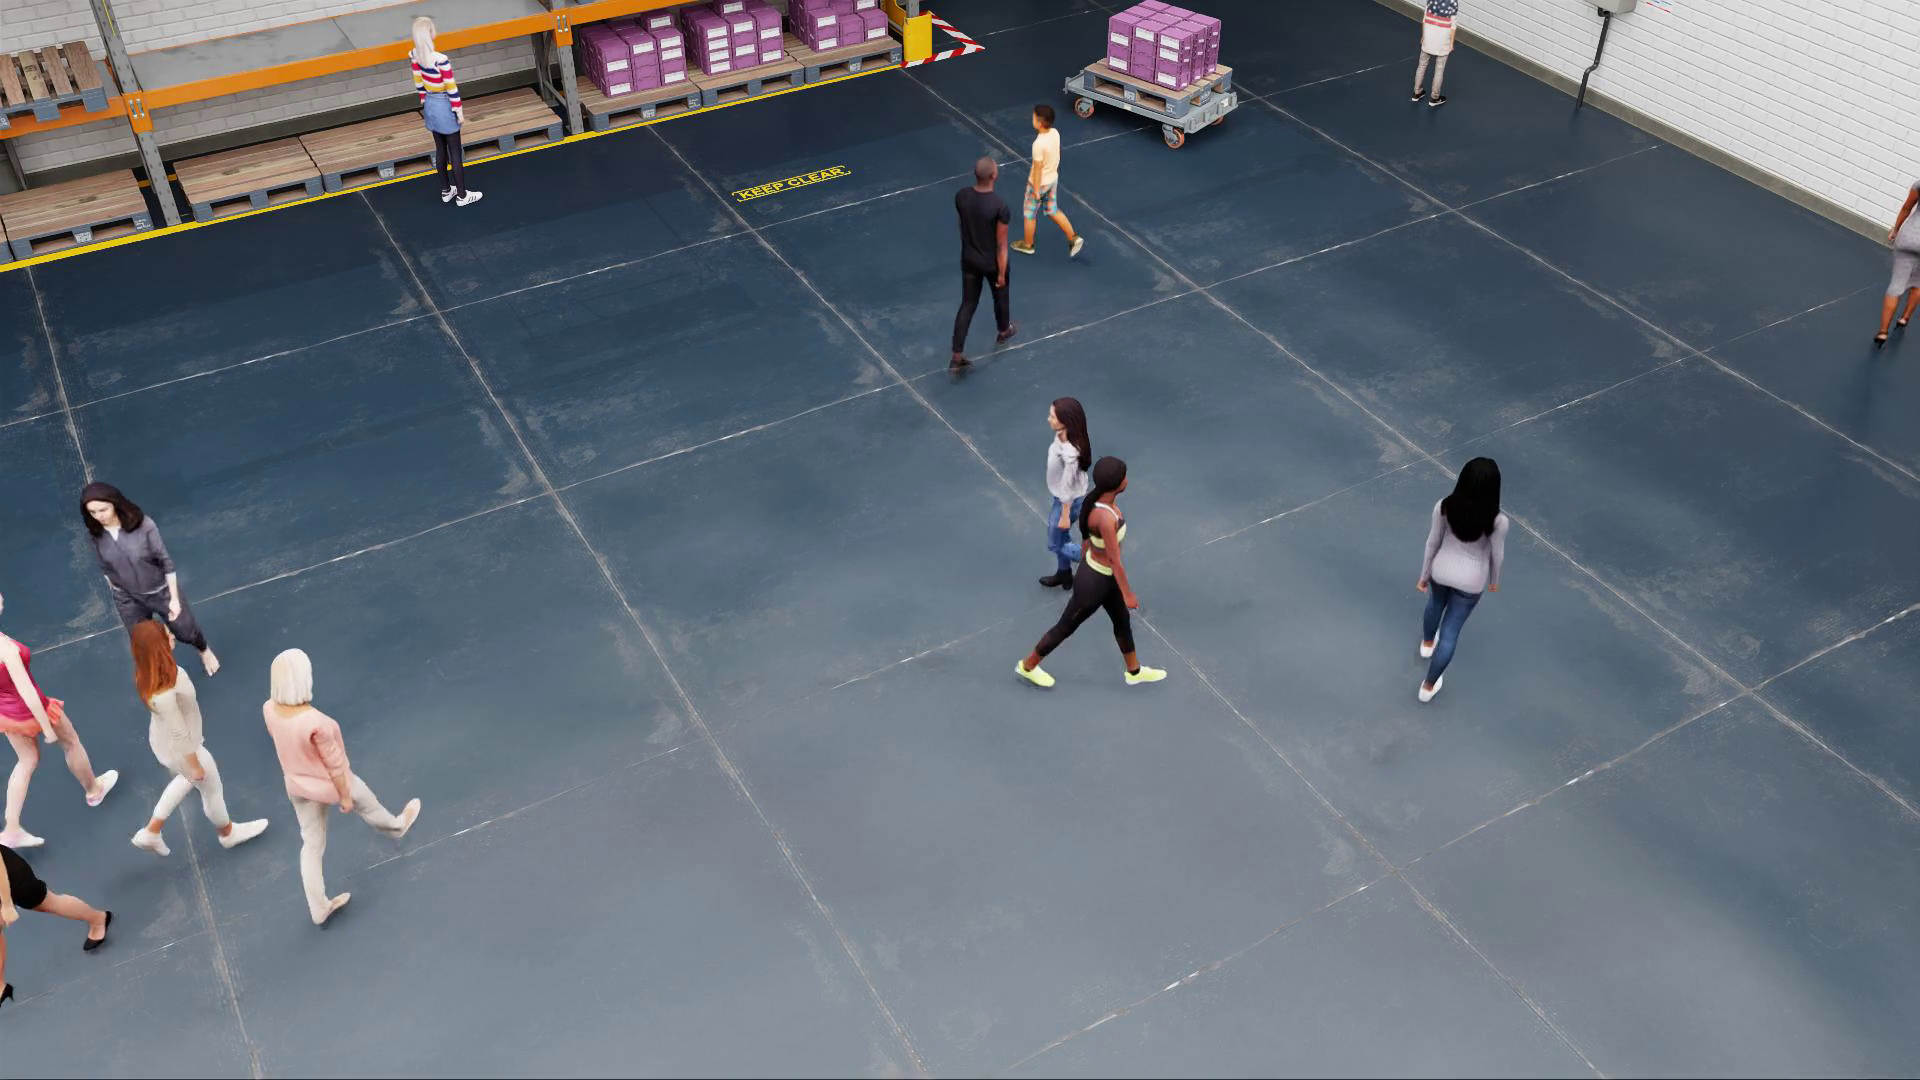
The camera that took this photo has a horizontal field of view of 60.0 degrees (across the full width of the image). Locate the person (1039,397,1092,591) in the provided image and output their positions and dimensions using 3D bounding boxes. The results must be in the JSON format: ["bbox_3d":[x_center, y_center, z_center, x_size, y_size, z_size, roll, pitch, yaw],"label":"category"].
[{"bbox_3d":[0.800,-0.257,11.038,0.900,1.612,0.826,5,39,6],"label":"person"}]

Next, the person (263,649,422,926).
[{"bbox_3d":[-3.507,1.374,8.950,1.070,1.669,1.192,14,41,17],"label":"person"}]

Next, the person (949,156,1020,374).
[{"bbox_3d":[0.132,-2.155,13.288,1.054,1.772,1.321,23,44,26],"label":"person"}]

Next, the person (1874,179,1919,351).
[{"bbox_3d":[7.773,-2.337,13.520,0.813,1.765,0.919,19,42,22],"label":"person"}]

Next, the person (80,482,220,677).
[{"bbox_3d":[-4.964,0.290,10.249,0.839,1.742,0.830,-7,39,-9],"label":"person"}]

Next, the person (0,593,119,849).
[{"bbox_3d":[-5.337,1.018,9.352,0.983,1.724,1.047,12,40,14],"label":"person"}]

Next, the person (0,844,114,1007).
[{"bbox_3d":[-4.846,1.712,8.579,0.874,1.605,1.114,24,45,27],"label":"person"}]

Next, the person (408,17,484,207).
[{"bbox_3d":[-4.875,-4.028,15.603,0.718,1.808,0.680,22,43,25],"label":"person"}]

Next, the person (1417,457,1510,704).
[{"bbox_3d":[3.032,0.302,10.260,0.842,1.710,0.996,24,44,27],"label":"person"}]

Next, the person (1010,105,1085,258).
[{"bbox_3d":[0.806,-3.176,14.830,0.811,1.441,0.921,25,45,28],"label":"person"}]

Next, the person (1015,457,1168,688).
[{"bbox_3d":[0.741,0.274,10.305,1.243,1.698,1.060,4,39,5],"label":"person"}]

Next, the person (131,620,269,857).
[{"bbox_3d":[-4.390,1.159,9.198,0.950,1.696,0.687,-22,44,-26],"label":"person"}]

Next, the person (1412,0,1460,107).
[{"bbox_3d":[5.031,-5.307,17.500,0.578,1.439,0.573,28,46,30],"label":"person"}]
